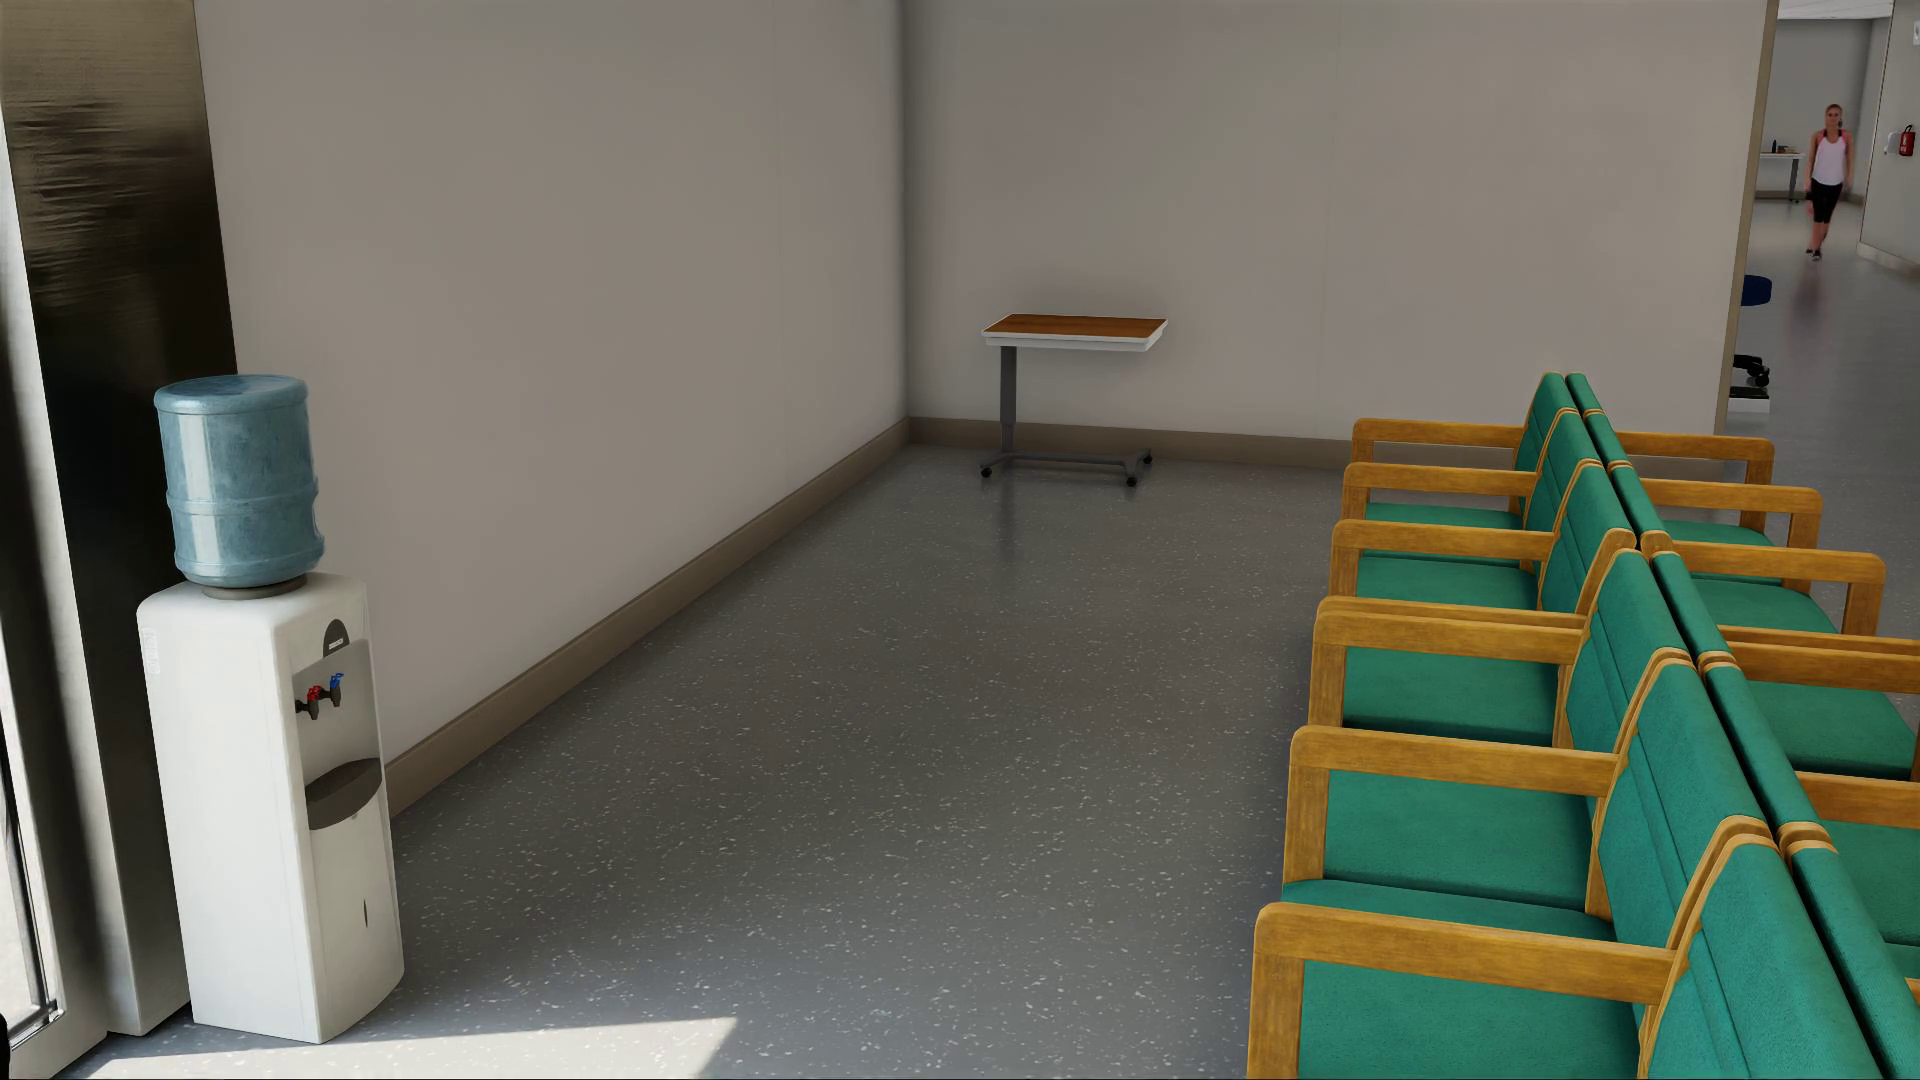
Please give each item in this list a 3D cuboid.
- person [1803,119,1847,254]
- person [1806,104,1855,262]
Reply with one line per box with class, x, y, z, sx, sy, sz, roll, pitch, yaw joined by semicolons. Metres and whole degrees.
person;10.409;-4.271;20.046;0.966;1.624;0.850;11;19;33
person;10.002;-4.086;19.174;1.108;1.741;0.770;6;17;22
